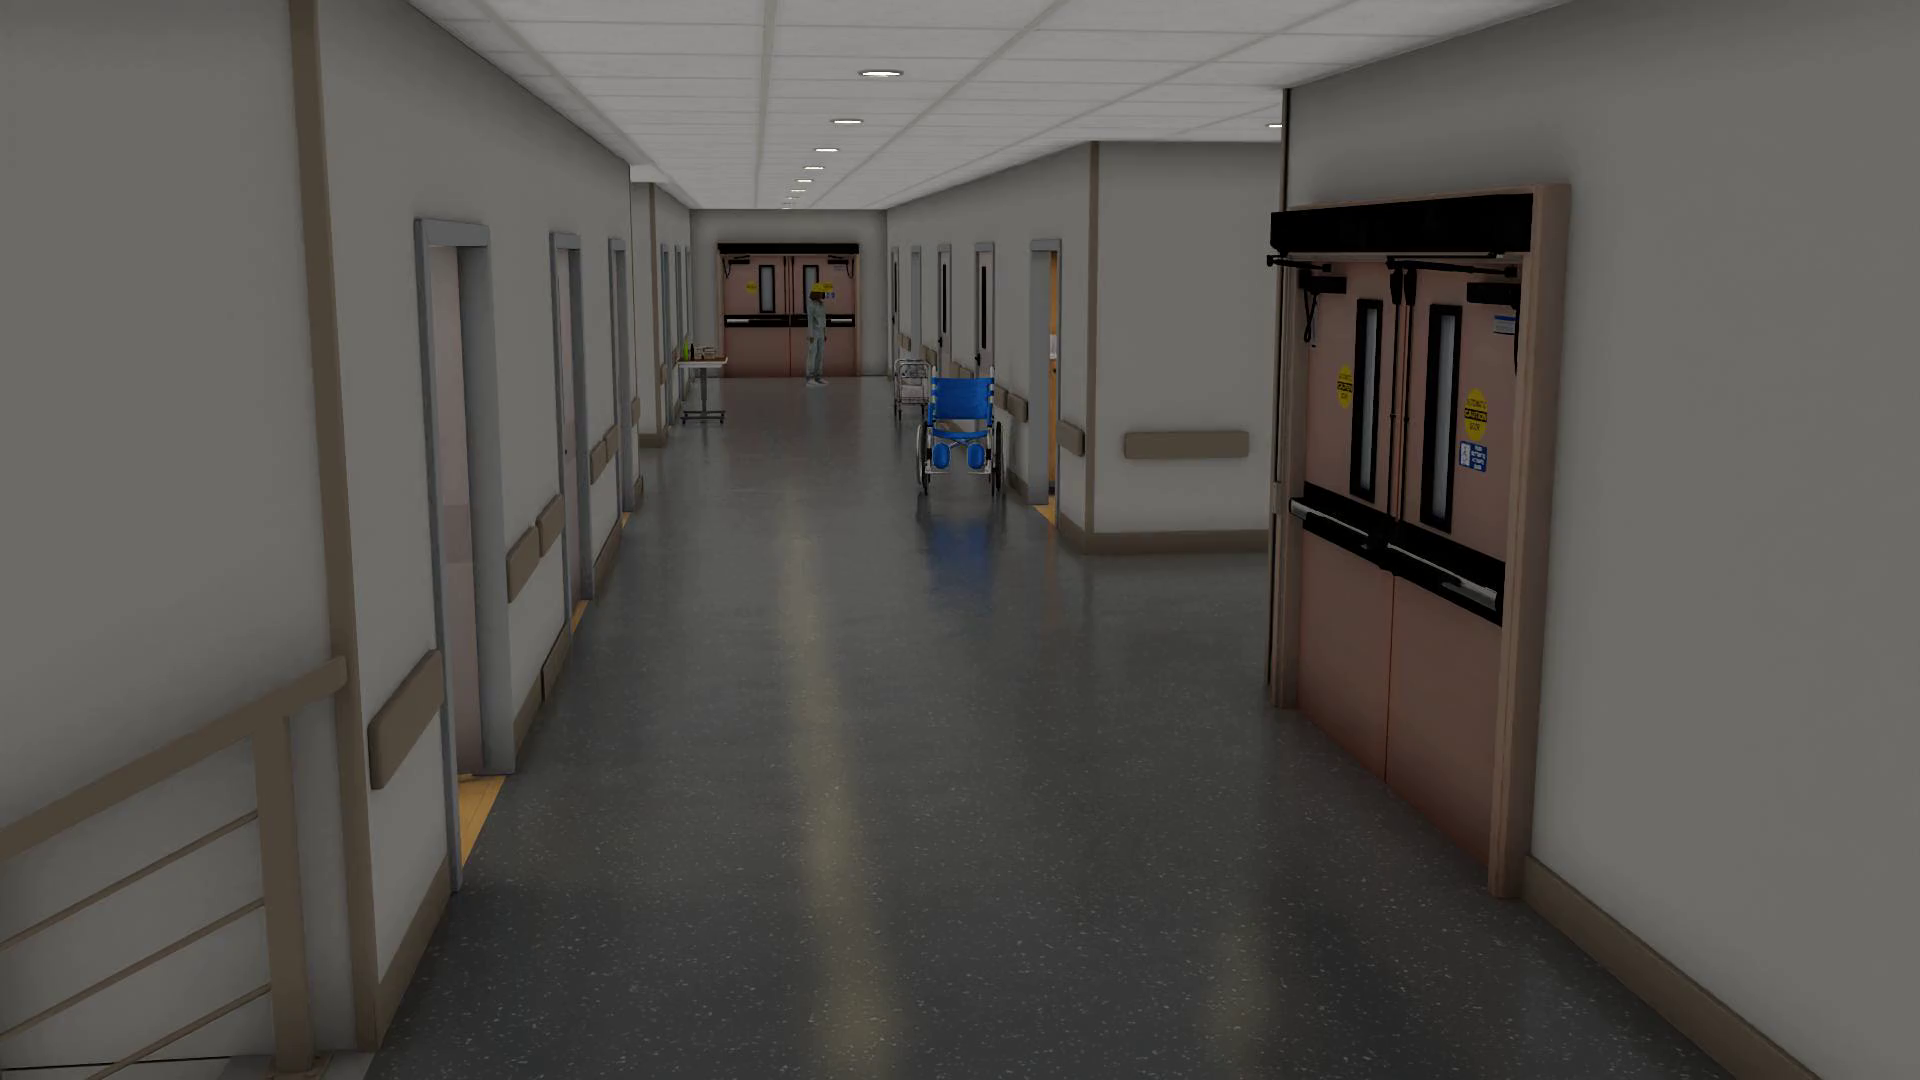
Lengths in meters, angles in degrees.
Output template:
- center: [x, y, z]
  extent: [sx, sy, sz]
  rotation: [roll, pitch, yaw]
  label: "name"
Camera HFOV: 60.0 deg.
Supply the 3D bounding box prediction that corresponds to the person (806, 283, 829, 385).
- center: [-2.426, -3.506, 28.346]
  extent: [0.347, 1.735, 0.485]
  rotation: [5, 11, 27]
  label: "person"
